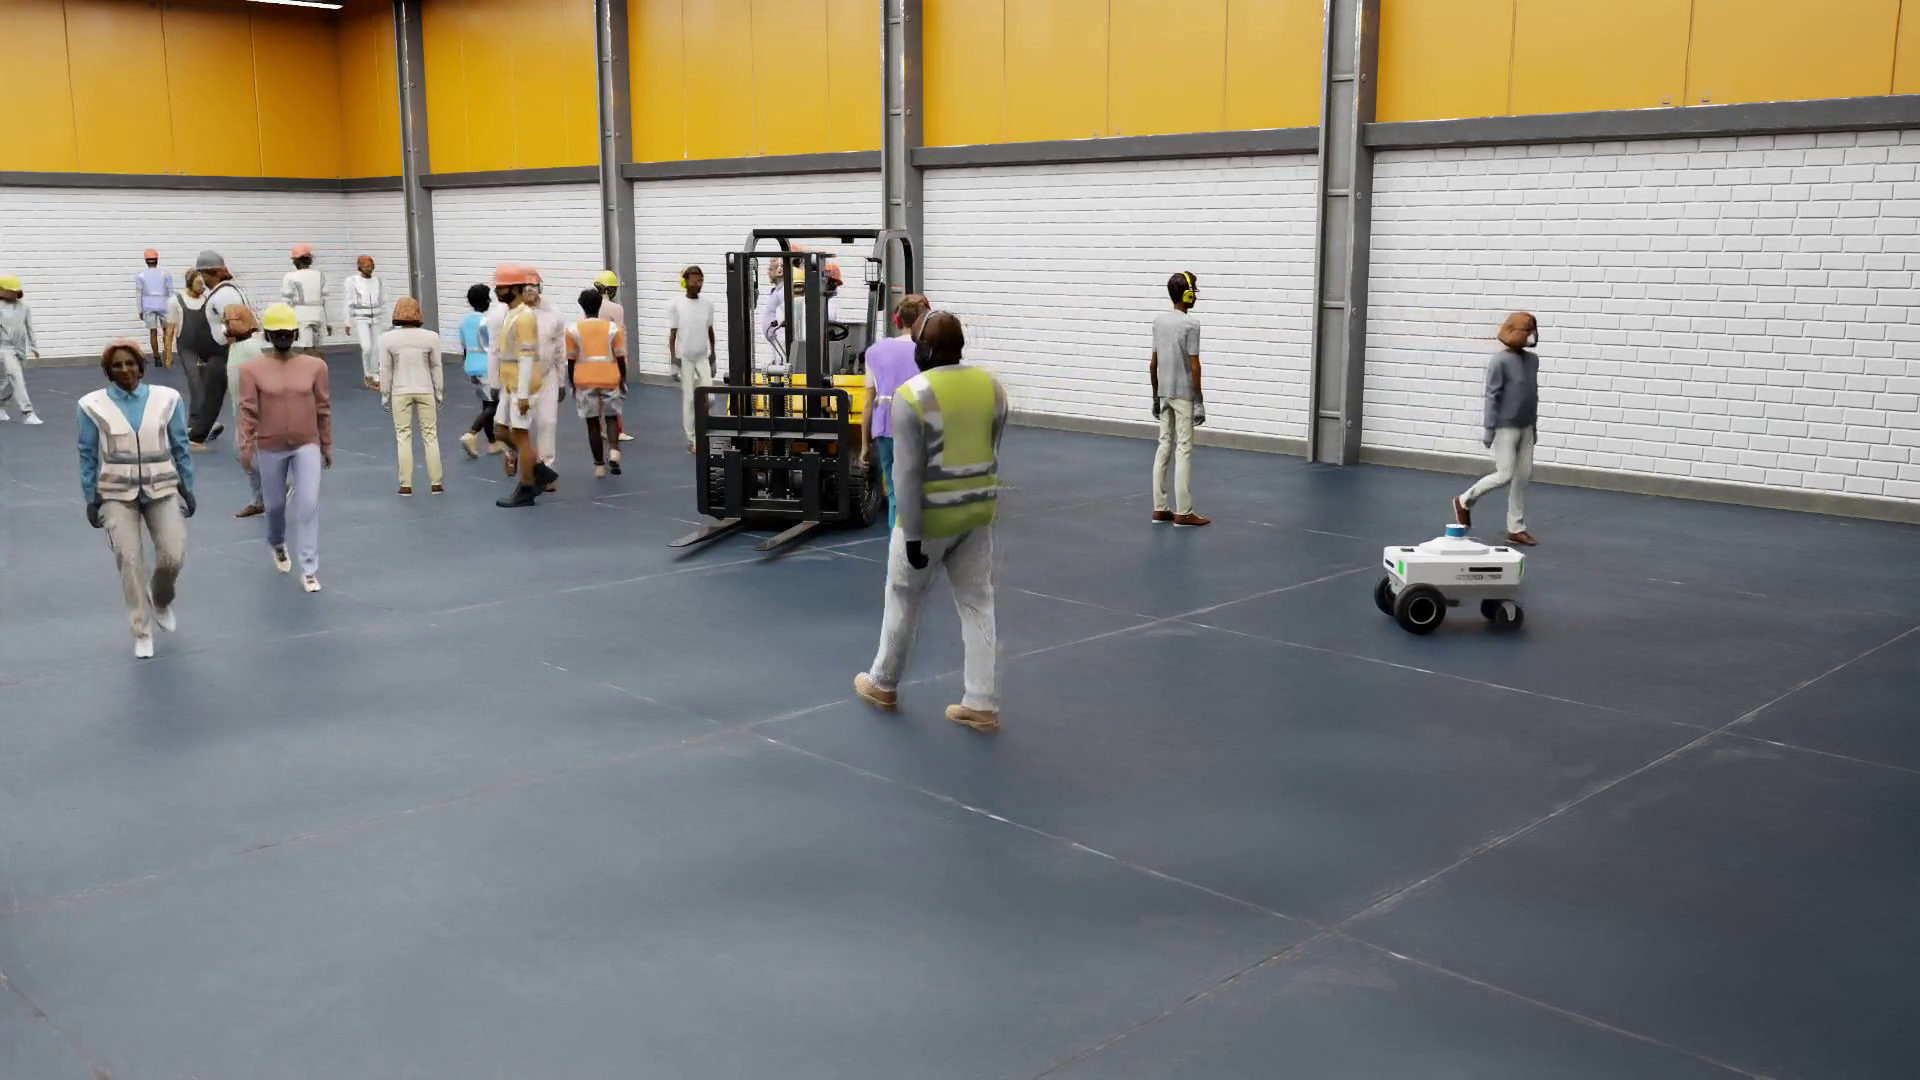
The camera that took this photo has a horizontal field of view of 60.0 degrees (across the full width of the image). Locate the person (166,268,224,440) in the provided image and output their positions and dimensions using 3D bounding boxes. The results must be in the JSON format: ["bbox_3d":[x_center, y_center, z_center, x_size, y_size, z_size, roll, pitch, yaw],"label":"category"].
[{"bbox_3d":[-7.952,-1.936,17.399,0.954,1.787,0.534,9,13,39],"label":"person"}]

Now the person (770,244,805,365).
[{"bbox_3d":[-1.928,-2.392,19.224,0.454,2.024,0.633,7,13,35],"label":"person"}]

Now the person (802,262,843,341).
[{"bbox_3d":[-1.371,-1.609,15.339,0.858,1.896,0.550,-7,12,-32],"label":"person"}]

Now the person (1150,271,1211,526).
[{"bbox_3d":[1.612,-1.034,12.261,0.332,1.869,0.520,-7,13,-34],"label":"person"}]

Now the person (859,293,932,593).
[{"bbox_3d":[-0.326,-0.584,10.055,0.588,1.793,0.822,3,11,17],"label":"person"}]

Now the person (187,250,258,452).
[{"bbox_3d":[-7.321,-1.893,16.464,0.989,2.000,0.688,-4,11,-19],"label":"person"}]

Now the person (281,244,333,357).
[{"bbox_3d":[-8.740,-2.909,22.101,1.003,1.996,0.635,8,13,38],"label":"person"}]

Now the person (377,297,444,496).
[{"bbox_3d":[-4.501,-1.175,13.663,0.501,1.632,0.280,-4,11,-23],"label":"person"}]

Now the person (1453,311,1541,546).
[{"bbox_3d":[3.786,-0.780,11.551,0.505,1.617,0.564,-8,13,-36],"label":"person"}]

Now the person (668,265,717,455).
[{"bbox_3d":[-2.578,-1.740,16.144,0.528,1.848,0.407,-6,12,-32],"label":"person"}]

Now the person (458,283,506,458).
[{"bbox_3d":[-4.589,-1.621,15.954,0.547,1.680,0.647,9,14,41],"label":"person"}]

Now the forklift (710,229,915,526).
[{"bbox_3d":[-1.050,-1.319,12.920,1.214,2.155,2.313,2,11,13],"label":"forklift"}]

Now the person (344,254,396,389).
[{"bbox_3d":[-8.152,-3.006,22.997,0.700,1.867,0.466,-9,14,-42],"label":"person"}]

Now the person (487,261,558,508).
[{"bbox_3d":[-3.464,-1.209,13.037,0.423,1.927,0.563,-5,12,-26],"label":"person"}]

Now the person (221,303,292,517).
[{"bbox_3d":[-5.378,-0.967,12.549,0.382,1.623,0.521,-9,13,-39],"label":"person"}]

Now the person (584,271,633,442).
[{"bbox_3d":[-3.653,-1.902,17.268,0.533,1.767,0.327,6,12,28],"label":"person"}]

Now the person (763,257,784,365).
[{"bbox_3d":[-1.917,-2.083,17.869,0.399,1.908,0.643,-2,11,-9],"label":"person"}]

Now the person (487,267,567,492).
[{"bbox_3d":[-3.669,-1.370,14.083,0.661,1.876,0.834,-4,11,-23],"label":"person"}]

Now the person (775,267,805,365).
[{"bbox_3d":[-1.544,-1.688,15.929,0.404,1.829,0.591,10,14,44],"label":"person"}]

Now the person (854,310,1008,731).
[{"bbox_3d":[-0.132,-0.100,7.333,0.632,1.807,0.880,-7,13,-35],"label":"person"}]

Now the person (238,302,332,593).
[{"bbox_3d":[-4.121,-0.585,10.171,0.533,1.739,0.800,-5,12,-26],"label":"person"}]

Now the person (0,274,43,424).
[{"bbox_3d":[-10.811,-2.172,18.903,0.854,1.701,0.508,4,11,22],"label":"person"}]

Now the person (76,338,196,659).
[{"bbox_3d":[-4.192,-0.222,8.479,0.531,1.622,0.423,-6,12,-31],"label":"person"}]

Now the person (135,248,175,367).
[{"bbox_3d":[-13.097,-3.787,27.116,0.582,1.918,0.596,-4,11,-23],"label":"person"}]

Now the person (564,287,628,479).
[{"bbox_3d":[-3.170,-1.360,14.528,0.526,1.678,0.396,-3,11,-18],"label":"person"}]

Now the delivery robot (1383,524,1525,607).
[{"bbox_3d":[2.696,0.157,9.084,0.707,0.478,0.477,0,10,-1],"label":"delivery robot"}]
